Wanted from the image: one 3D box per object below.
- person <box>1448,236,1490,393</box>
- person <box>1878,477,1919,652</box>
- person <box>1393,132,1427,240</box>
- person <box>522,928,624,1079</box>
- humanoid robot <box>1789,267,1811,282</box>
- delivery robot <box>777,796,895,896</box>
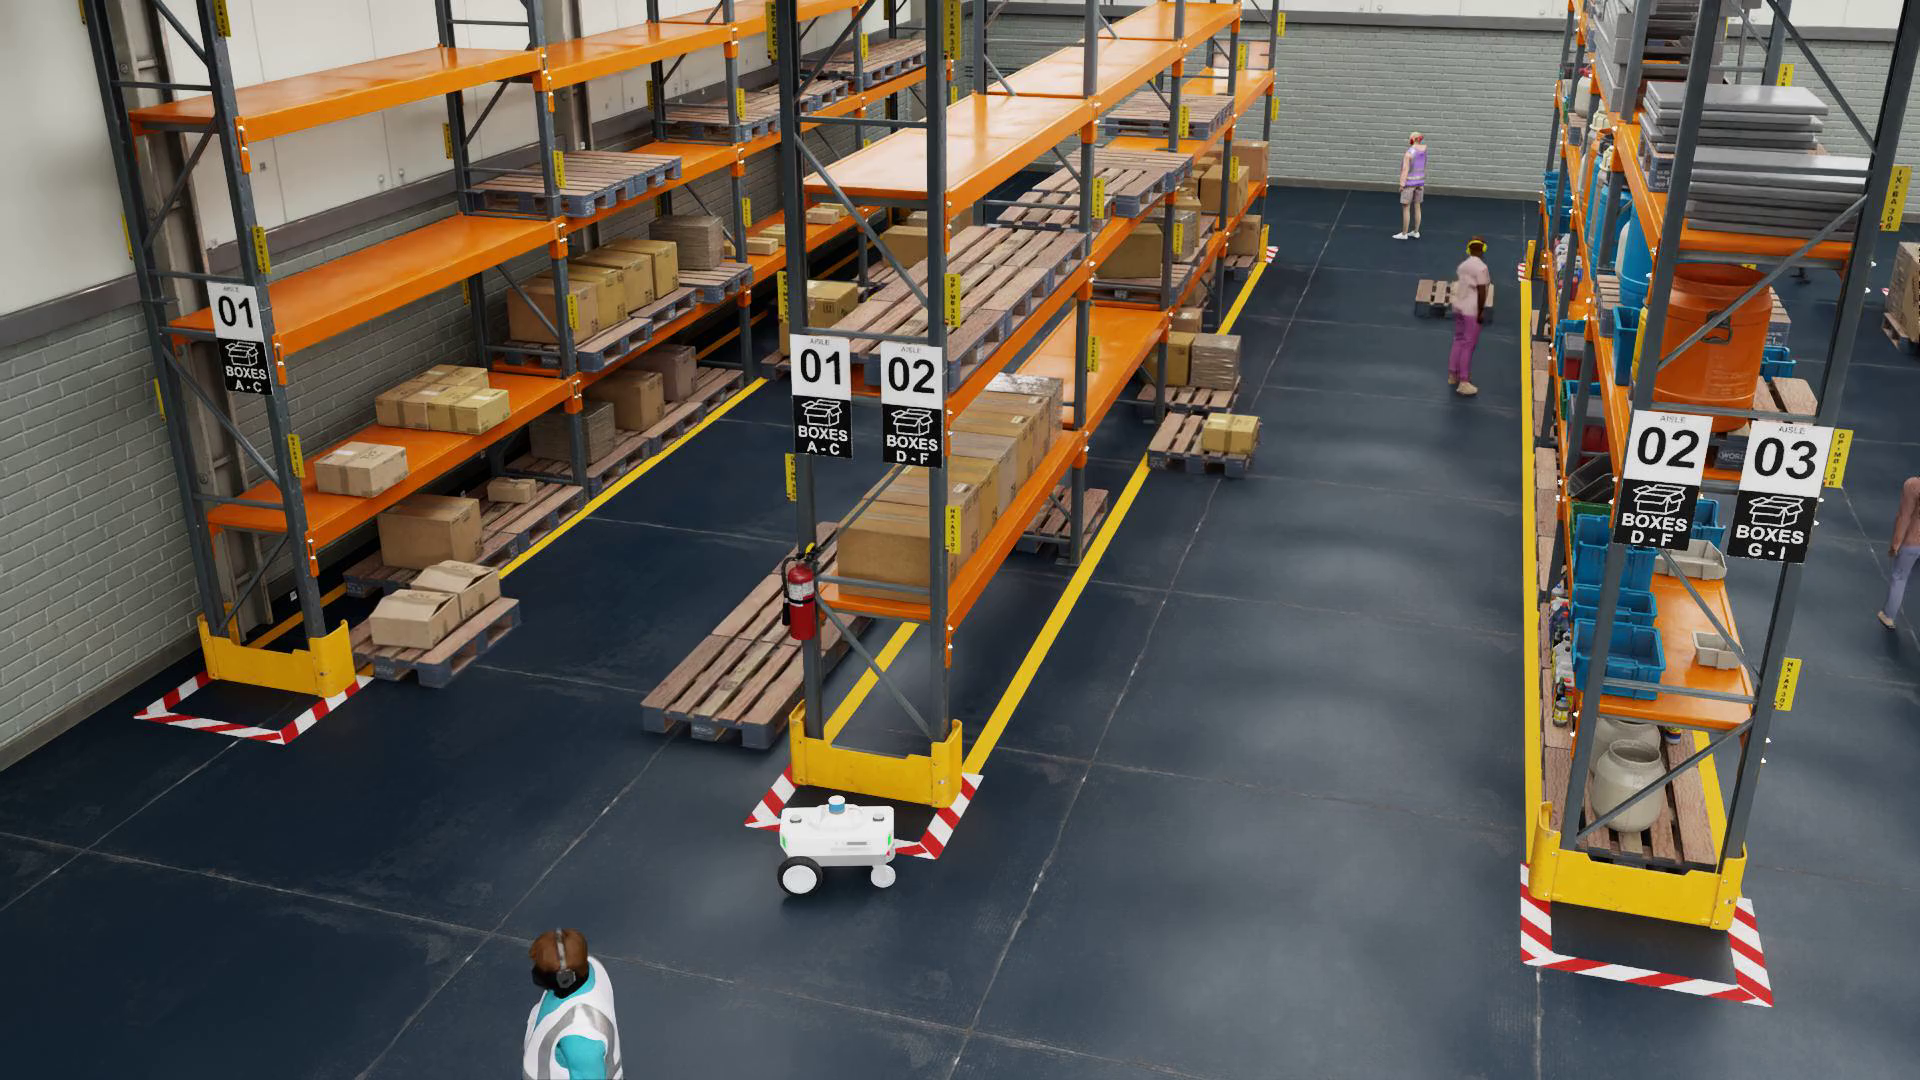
[{"bbox_3d":[5.969,-2.616,19.350,0.362,1.770,0.712,-7,24,-16],"label":"person"},{"bbox_3d":[7.728,0.023,13.269,0.532,1.737,0.829,6,24,13],"label":"person"},{"bbox_3d":[7.184,-5.623,26.422,0.488,1.688,0.350,-14,27,-29],"label":"person"},{"bbox_3d":[-1.705,2.498,7.397,0.429,1.844,0.626,-6,24,-14],"label":"person"},{"bbox_3d":[12.181,-4.564,23.986,0.409,1.629,0.609,6,24,13],"label":"humanoid robot"},{"bbox_3d":[-0.800,1.895,10.441,0.791,0.614,0.499,-1,23,-2],"label":"delivery robot"}]
